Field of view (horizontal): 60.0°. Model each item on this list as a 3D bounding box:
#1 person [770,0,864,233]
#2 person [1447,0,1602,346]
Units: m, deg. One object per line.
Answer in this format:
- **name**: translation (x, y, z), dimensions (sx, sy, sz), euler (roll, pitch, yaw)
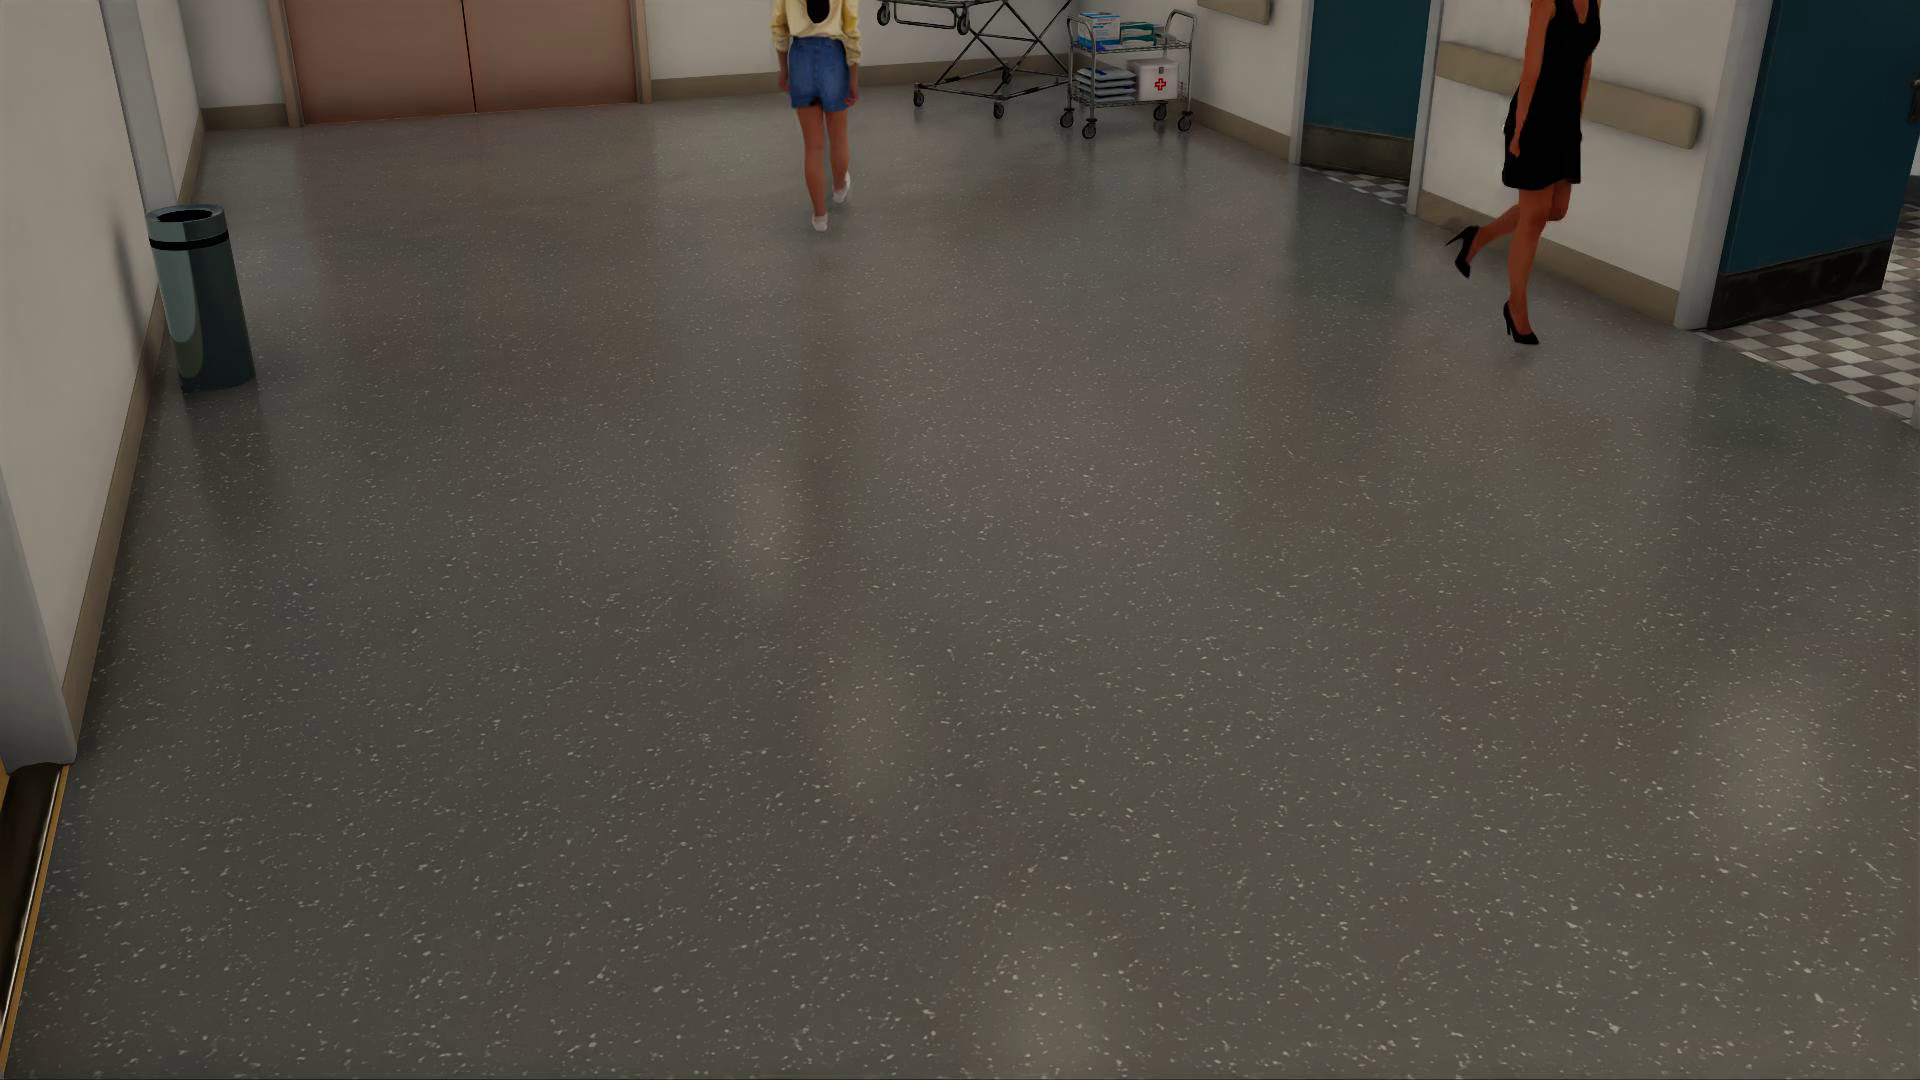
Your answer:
- **person**: translation (-0.764, -2.443, 8.885), dimensions (0.886, 1.590, 1.138), euler (0, 26, -1)
- **person**: translation (2.439, -1.753, 7.189), dimensions (0.684, 1.821, 0.908), euler (-16, 30, -30)
